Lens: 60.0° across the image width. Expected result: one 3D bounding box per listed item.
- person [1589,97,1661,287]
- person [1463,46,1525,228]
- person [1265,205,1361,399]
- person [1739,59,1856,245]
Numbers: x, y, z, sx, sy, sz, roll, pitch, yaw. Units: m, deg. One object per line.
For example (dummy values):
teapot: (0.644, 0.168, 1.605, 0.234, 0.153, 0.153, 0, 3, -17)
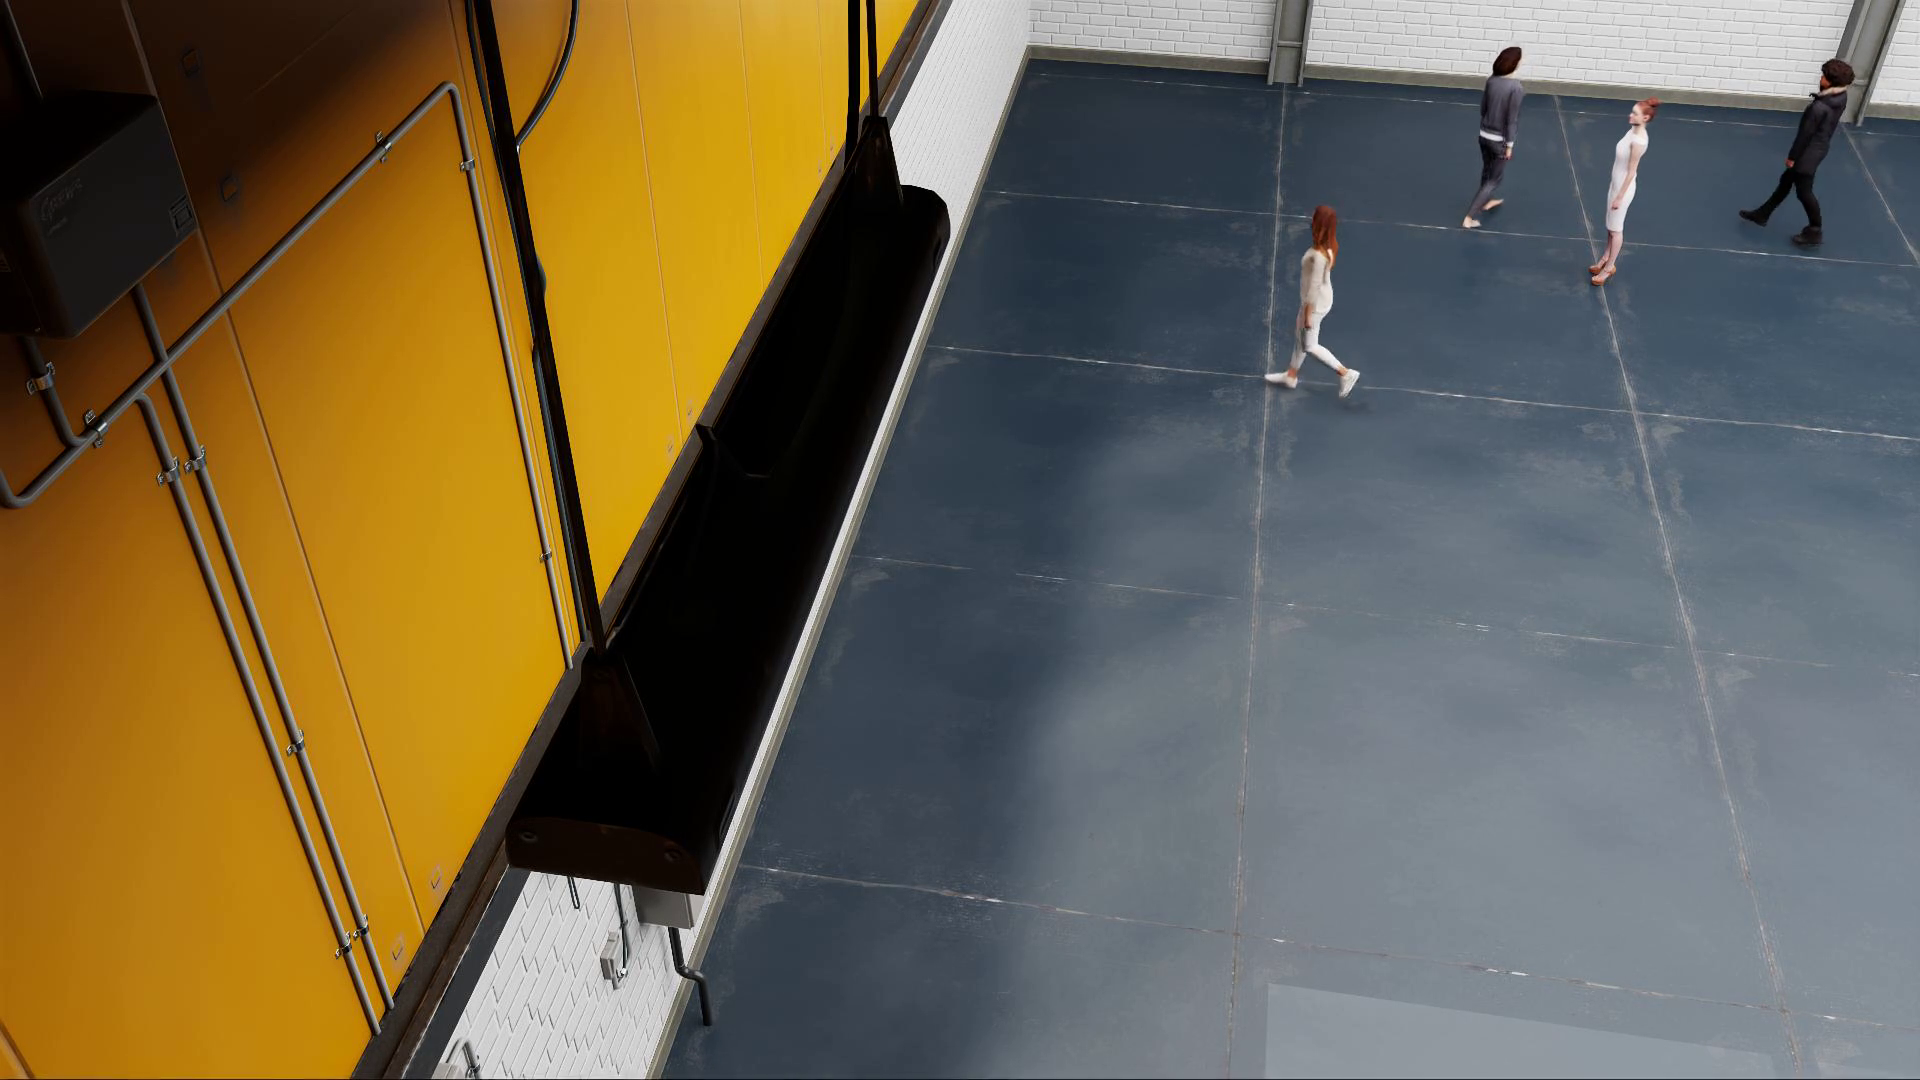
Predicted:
person: (5.939, -3.120, 14.909, 0.488, 1.790, 0.586, 9, 39, 10)
person: (5.119, -3.826, 15.837, 1.101, 1.735, 1.028, -22, 44, -25)
person: (2.952, -1.893, 13.449, 1.052, 1.693, 0.720, 14, 41, 17)
person: (7.991, -3.571, 15.511, 1.033, 1.743, 1.174, -30, 48, -32)
